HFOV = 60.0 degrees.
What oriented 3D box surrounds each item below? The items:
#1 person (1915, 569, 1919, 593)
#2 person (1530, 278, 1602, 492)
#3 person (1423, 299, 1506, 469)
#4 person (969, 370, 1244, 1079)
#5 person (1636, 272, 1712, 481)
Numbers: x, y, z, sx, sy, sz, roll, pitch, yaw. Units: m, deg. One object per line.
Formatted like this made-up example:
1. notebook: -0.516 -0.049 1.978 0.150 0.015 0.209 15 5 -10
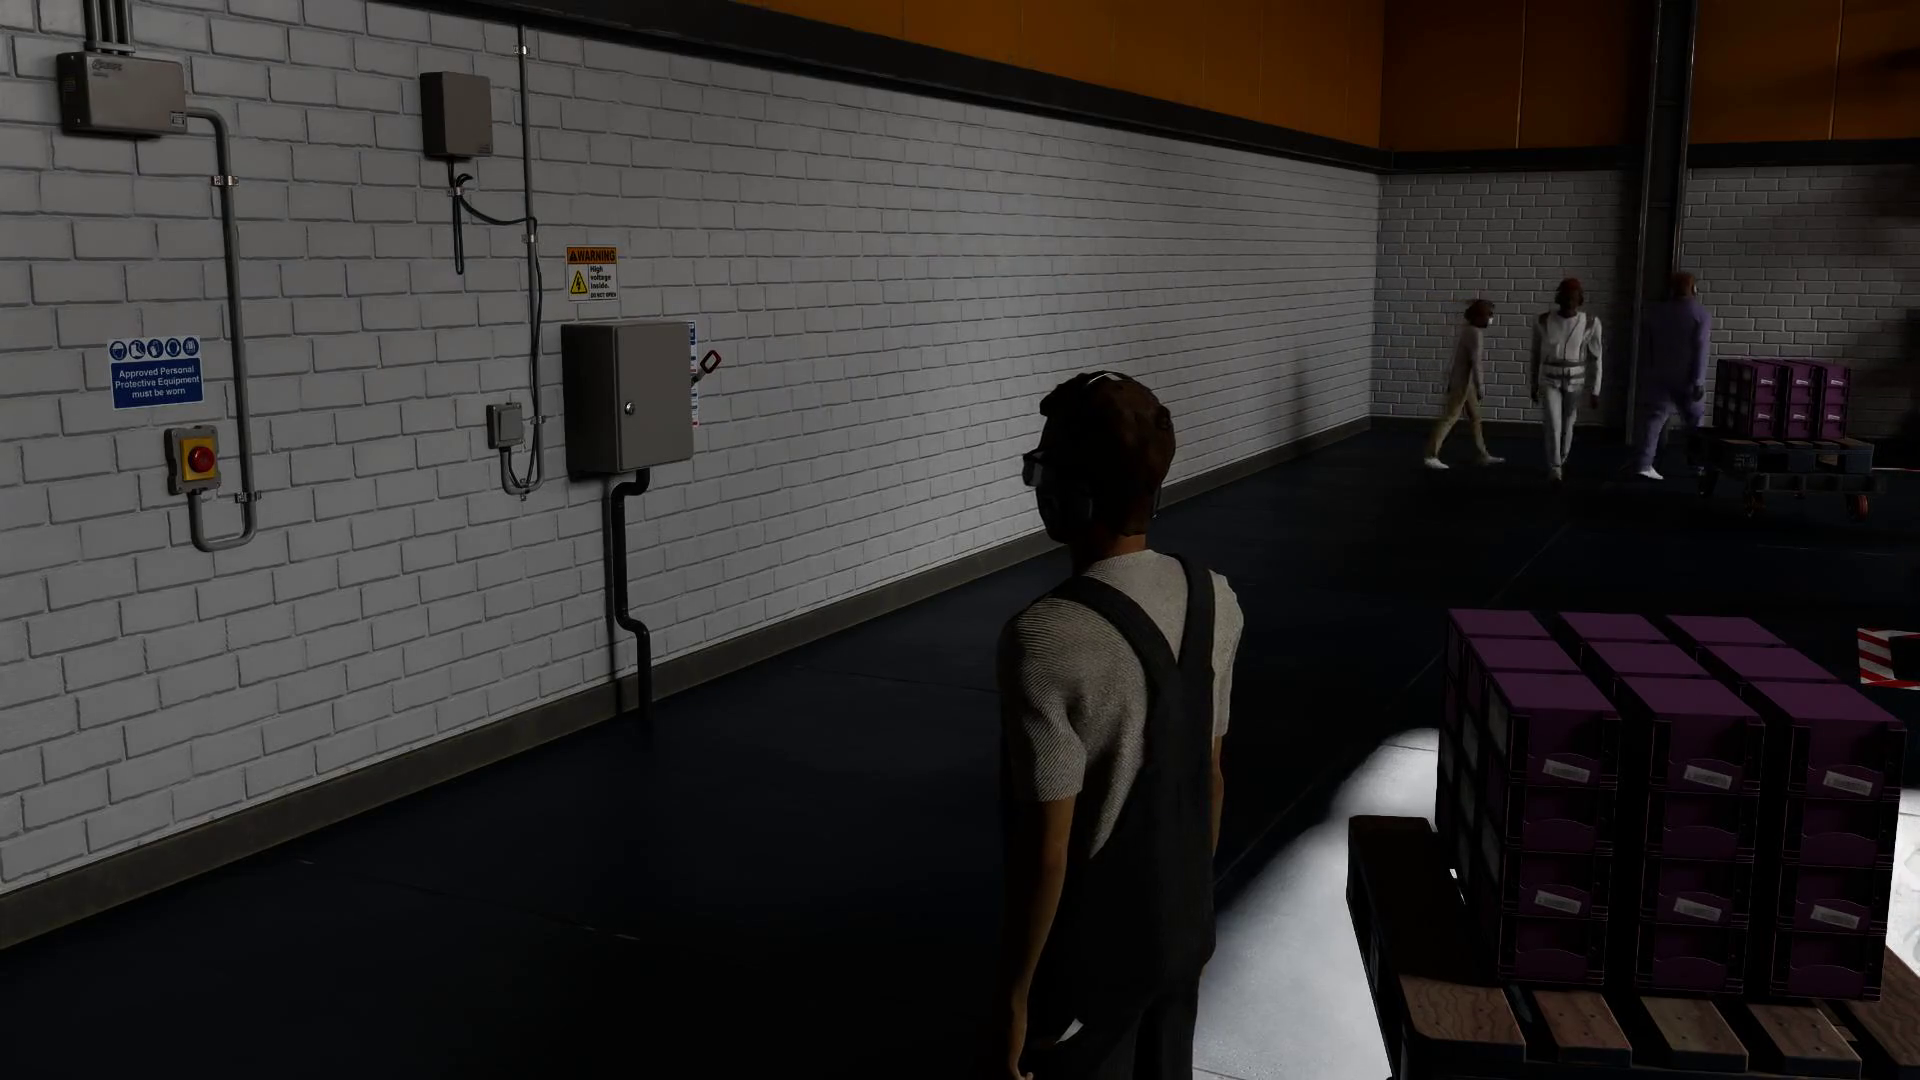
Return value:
1. person: 5.839 -0.464 9.249 0.815 1.808 0.579 -3 10 -15
2. person: 5.233 -1.359 14.415 0.588 1.831 0.966 3 10 16
3. person: 4.753 -1.443 15.527 0.833 1.585 0.527 2 10 10
4. person: 0.222 0.658 2.633 0.346 1.846 0.505 9 13 43
5. person: 6.403 -1.447 14.828 1.032 1.848 0.662 -6 12 -33
